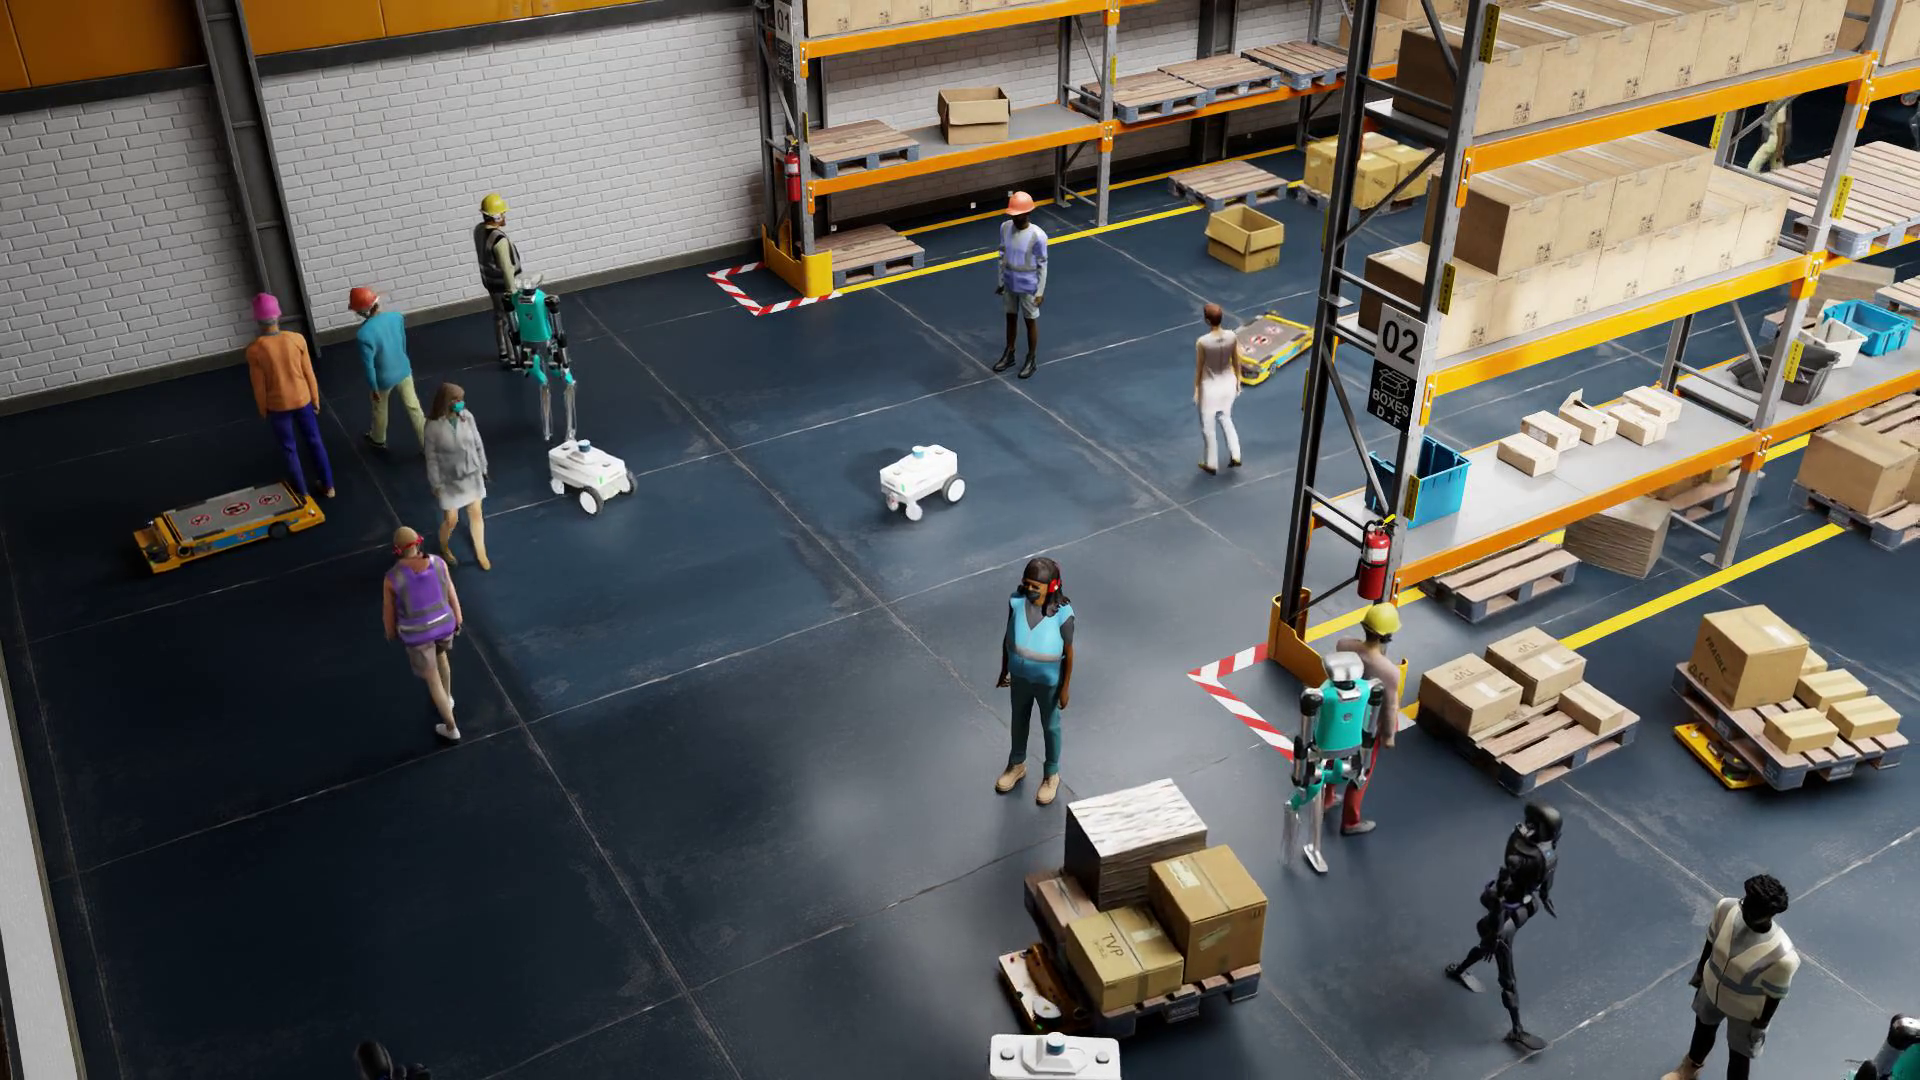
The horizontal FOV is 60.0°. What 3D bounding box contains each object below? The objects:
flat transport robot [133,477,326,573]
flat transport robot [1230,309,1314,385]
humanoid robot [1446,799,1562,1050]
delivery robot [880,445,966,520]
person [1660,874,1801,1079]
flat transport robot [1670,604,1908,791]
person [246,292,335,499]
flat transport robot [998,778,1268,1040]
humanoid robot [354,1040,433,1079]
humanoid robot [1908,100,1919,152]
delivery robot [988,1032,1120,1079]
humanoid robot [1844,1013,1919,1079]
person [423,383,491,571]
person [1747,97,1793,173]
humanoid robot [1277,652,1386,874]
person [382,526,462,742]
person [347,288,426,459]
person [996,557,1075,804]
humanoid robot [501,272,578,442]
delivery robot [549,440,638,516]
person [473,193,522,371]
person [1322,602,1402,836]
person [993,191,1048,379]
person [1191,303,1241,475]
[{"bbox_3d":[-6.289,-0.146,14.316,1.431,0.231,0.659,-21,38,-29],"label":"flat transport robot"},{"bbox_3d":[3.143,-2.009,17.288,0.659,0.231,1.431,23,39,32],"label":"flat transport robot"},{"bbox_3d":[3.189,2.103,9.438,0.595,1.625,0.774,-25,40,-34],"label":"humanoid robot"},{"bbox_3d":[-0.336,-0.551,14.701,0.774,0.602,0.513,-28,42,-37],"label":"delivery robot"},{"bbox_3d":[4.128,2.433,8.867,0.322,1.690,0.531,-13,34,-20],"label":"person"},{"bbox_3d":[5.915,1.394,11.860,1.431,0.231,0.659,-8,33,-13],"label":"flat transport robot"},{"bbox_3d":[-5.811,-1.201,14.389,0.519,1.983,0.385,-20,37,-29],"label":"person"},{"bbox_3d":[1.013,2.547,10.023,1.431,0.231,0.659,-11,34,-17],"label":"flat transport robot"},{"bbox_3d":[-2.751,2.970,8.032,0.600,1.642,0.405,-27,41,-36],"label":"humanoid robot"},{"bbox_3d":[12.912,-5.755,21.891,0.888,1.768,0.542,15,35,22],"label":"humanoid robot"},{"bbox_3d":[0.510,2.938,9.122,0.791,0.587,0.499,1,32,2],"label":"delivery robot"},{"bbox_3d":[4.637,2.690,8.413,0.598,1.774,0.872,2,32,3],"label":"humanoid robot"},{"bbox_3d":[-4.097,-0.498,13.592,0.521,1.651,0.393,-22,38,-31],"label":"person"},{"bbox_3d":[10.048,-4.893,20.473,0.928,1.783,0.588,17,36,24],"label":"person"},{"bbox_3d":[2.272,1.404,10.545,0.546,1.885,0.667,-6,33,-10],"label":"humanoid robot"},{"bbox_3d":[-3.813,0.622,11.769,0.496,1.668,0.713,-28,41,-37],"label":"person"},{"bbox_3d":[-5.244,-1.536,15.181,0.859,1.695,0.580,21,38,29],"label":"person"},{"bbox_3d":[0.507,0.919,11.117,0.519,1.866,0.391,15,35,23],"label":"person"},{"bbox_3d":[-3.833,-1.729,15.457,0.531,1.771,0.701,3,32,4],"label":"humanoid robot"},{"bbox_3d":[-3.281,-0.590,14.768,0.786,0.608,0.499,21,38,30],"label":"delivery robot"},{"bbox_3d":[-4.613,-2.602,16.775,0.403,1.824,0.593,-23,38,-31],"label":"person"},{"bbox_3d":[2.623,1.156,10.841,0.343,1.758,0.527,-21,38,-30],"label":"person"},{"bbox_3d":[0.599,-2.543,16.570,0.543,1.939,0.369,21,38,30],"label":"person"},{"bbox_3d":[2.308,-1.338,14.925,0.455,1.632,0.430,-13,34,-20],"label":"person"}]
